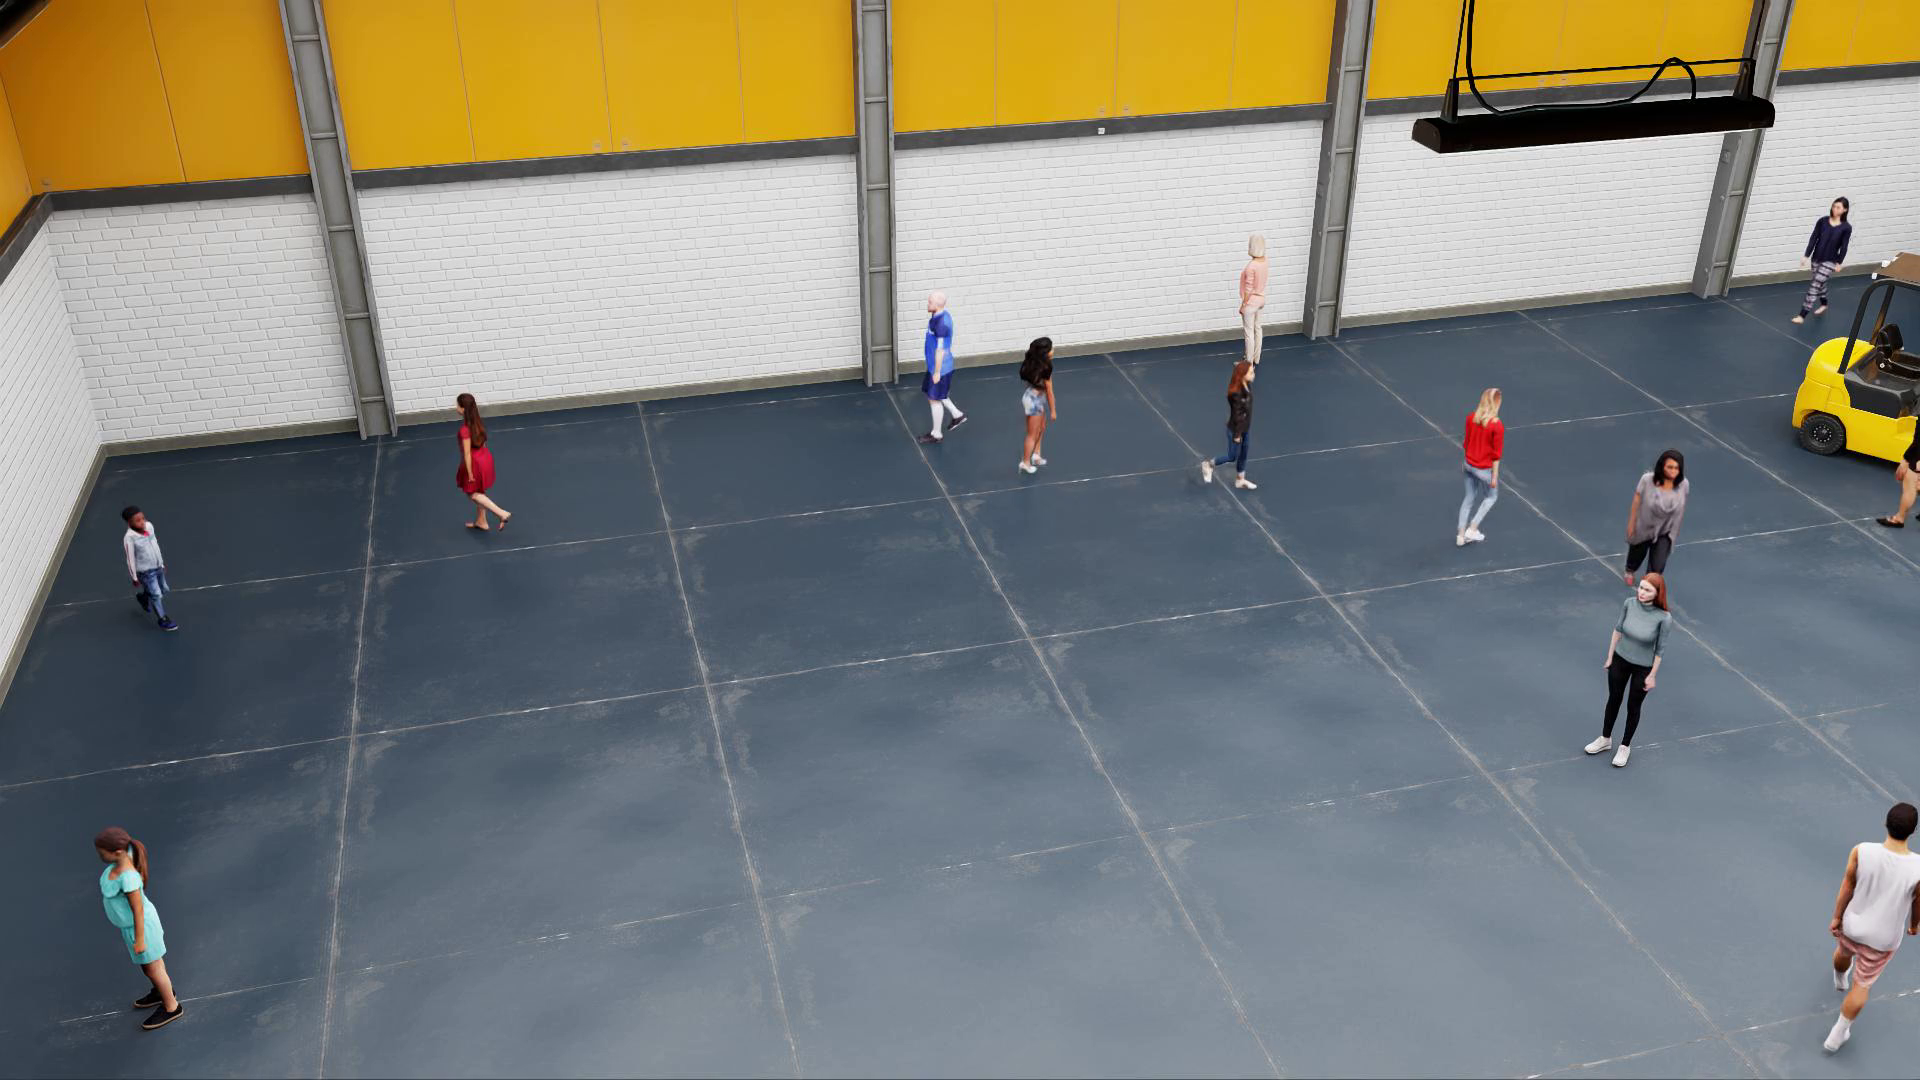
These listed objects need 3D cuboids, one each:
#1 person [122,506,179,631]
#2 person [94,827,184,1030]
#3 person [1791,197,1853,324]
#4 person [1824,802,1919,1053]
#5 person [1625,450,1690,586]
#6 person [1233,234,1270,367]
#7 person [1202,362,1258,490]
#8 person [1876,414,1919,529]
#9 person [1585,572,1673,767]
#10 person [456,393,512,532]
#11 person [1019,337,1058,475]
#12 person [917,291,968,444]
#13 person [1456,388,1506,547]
[{"bbox_3d":[-7.560,0.232,15.411,0.823,1.247,0.717,11,30,19],"label":"person"},{"bbox_3d":[-5.393,2.510,10.909,0.636,1.558,0.614,-17,33,-28],"label":"person"},{"bbox_3d":[11.606,-3.757,22.266,1.174,1.685,0.851,-19,34,-30],"label":"person"},{"bbox_3d":[5.839,2.535,10.682,1.044,1.733,1.197,21,35,34],"label":"person"},{"bbox_3d":[6.582,-0.166,15.790,1.067,1.583,1.008,8,30,14],"label":"person"},{"bbox_3d":[3.677,-2.996,20.831,0.742,1.724,0.648,21,35,34],"label":"person"},{"bbox_3d":[2.921,-1.223,17.847,0.922,1.469,0.861,14,32,25],"label":"person"},{"bbox_3d":[9.908,-0.904,16.913,0.956,1.803,0.869,9,30,15],"label":"person"},{"bbox_3d":[5.438,1.027,13.437,0.672,1.743,0.660,-22,36,-35],"label":"person"},{"bbox_3d":[-4.871,-0.766,16.936,0.903,1.539,0.764,7,29,13],"label":"person"},{"bbox_3d":[0.750,-1.439,18.100,0.635,1.606,0.618,-13,31,-22],"label":"person"},{"bbox_3d":[-0.176,-1.963,18.826,0.867,1.831,0.756,-2,29,-4],"label":"person"},{"bbox_3d":[5.145,-0.693,16.641,0.699,1.694,0.716,-19,34,-31],"label":"person"}]
